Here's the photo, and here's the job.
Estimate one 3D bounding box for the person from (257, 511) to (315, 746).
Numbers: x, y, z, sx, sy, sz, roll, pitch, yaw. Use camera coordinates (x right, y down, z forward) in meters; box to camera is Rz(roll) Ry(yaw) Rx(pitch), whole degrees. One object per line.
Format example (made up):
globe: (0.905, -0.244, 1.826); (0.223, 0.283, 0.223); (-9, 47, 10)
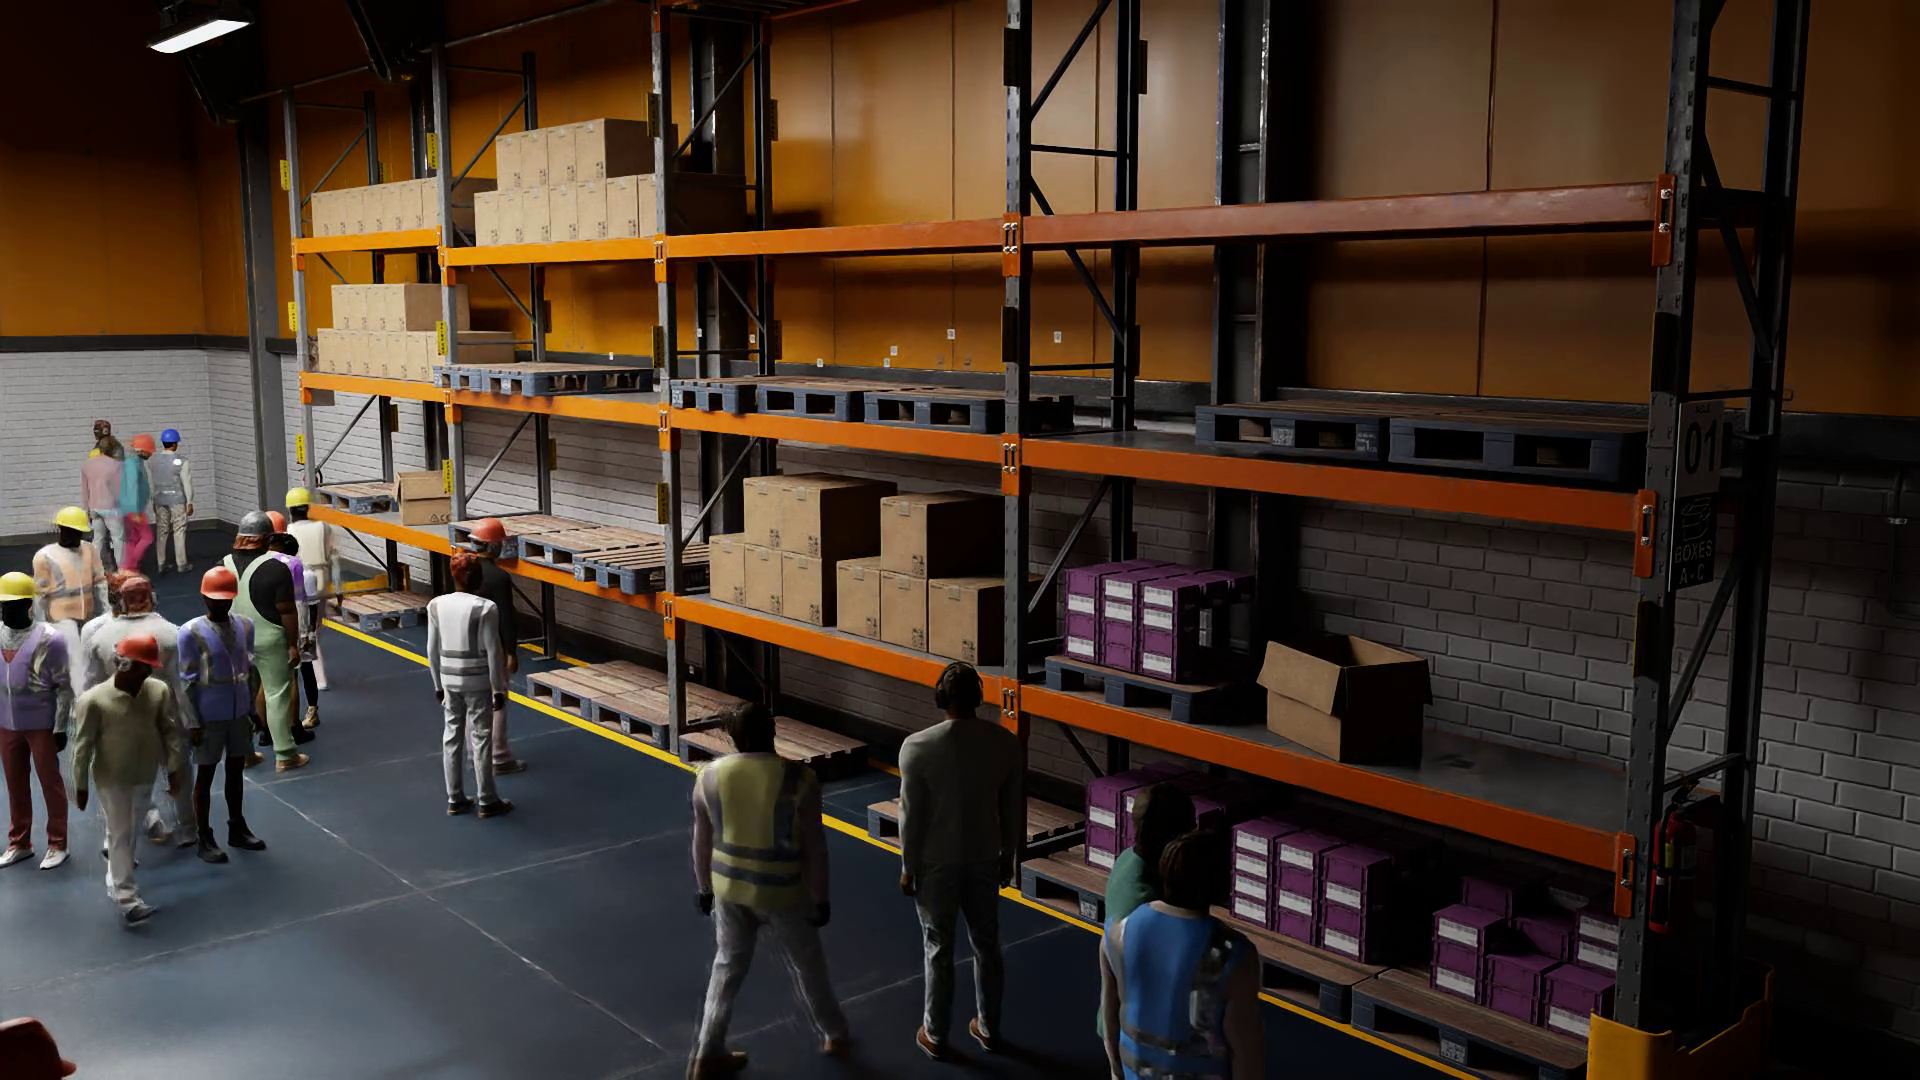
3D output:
person: (-5.604, 0.727, 13.654); (0.553, 1.933, 0.367); (0, 8, 2)

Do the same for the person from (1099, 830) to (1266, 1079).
person: (0.784, 1.908, 5.773); (0.624, 1.844, 0.430); (7, 11, 41)

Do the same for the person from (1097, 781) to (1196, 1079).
person: (0.684, 1.821, 6.056); (0.373, 1.936, 0.627); (1, 8, 3)

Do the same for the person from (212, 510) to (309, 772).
person: (-5.428, 0.776, 12.954); (0.687, 2.000, 0.535); (1, 8, 10)

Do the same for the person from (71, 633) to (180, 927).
person: (-4.928, 1.394, 9.886); (0.874, 1.685, 0.579); (5, 10, 32)

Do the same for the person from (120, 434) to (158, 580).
person: (-10.550, -0.386, 21.354); (0.570, 1.940, 0.712); (-3, 9, -19)

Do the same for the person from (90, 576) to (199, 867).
person: (-5.320, 1.177, 10.848); (0.663, 1.873, 0.912); (0, 8, 0)

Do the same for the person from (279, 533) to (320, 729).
person: (-5.698, 0.772, 14.168); (0.539, 1.695, 0.318); (3, 9, 18)

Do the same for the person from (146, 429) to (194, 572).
person: (-10.596, -0.524, 22.361); (0.612, 1.942, 0.404); (1, 8, 7)

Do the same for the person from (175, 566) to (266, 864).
person: (-4.819, 1.125, 10.899); (0.376, 1.933, 0.545); (5, 10, 31)

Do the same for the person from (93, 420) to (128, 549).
person: (-12.552, -0.814, 24.469); (0.651, 1.906, 0.403); (6, 10, 37)

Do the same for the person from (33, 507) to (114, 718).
person: (-7.585, 0.658, 14.368); (0.924, 1.874, 0.581); (3, 9, 22)

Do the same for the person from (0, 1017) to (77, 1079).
person: (-2.511, 2.137, 4.484); (0.572, 1.748, 0.342); (4, 9, 24)

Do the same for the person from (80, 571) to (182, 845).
person: (-5.641, 1.118, 11.355); (0.973, 1.825, 0.593); (5, 10, 31)

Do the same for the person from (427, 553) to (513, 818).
person: (-3.478, 1.026, 11.762); (0.575, 1.882, 0.359); (3, 9, 19)

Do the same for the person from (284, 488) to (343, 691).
person: (-6.228, 0.452, 15.757); (0.608, 1.875, 0.969); (-8, 11, -43)

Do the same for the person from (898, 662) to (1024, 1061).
person: (0.001, 1.543, 8.025); (0.623, 1.932, 0.367); (-3, 9, -22)

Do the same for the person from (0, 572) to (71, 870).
person: (-6.007, 1.158, 10.695); (0.587, 1.926, 0.359); (1, 8, 5)

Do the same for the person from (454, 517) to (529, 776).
person: (-3.630, 0.814, 12.847); (0.622, 1.992, 0.396); (5, 10, 33)

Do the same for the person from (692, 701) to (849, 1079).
person: (-0.917, 1.630, 7.915); (0.676, 1.791, 0.700); (2, 8, 14)

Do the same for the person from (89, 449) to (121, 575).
person: (-11.186, -0.335, 21.754); (0.492, 1.729, 0.324); (1, 8, 10)

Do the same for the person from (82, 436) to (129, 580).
person: (-11.038, -0.384, 21.496); (0.661, 1.914, 0.444); (3, 9, 20)
